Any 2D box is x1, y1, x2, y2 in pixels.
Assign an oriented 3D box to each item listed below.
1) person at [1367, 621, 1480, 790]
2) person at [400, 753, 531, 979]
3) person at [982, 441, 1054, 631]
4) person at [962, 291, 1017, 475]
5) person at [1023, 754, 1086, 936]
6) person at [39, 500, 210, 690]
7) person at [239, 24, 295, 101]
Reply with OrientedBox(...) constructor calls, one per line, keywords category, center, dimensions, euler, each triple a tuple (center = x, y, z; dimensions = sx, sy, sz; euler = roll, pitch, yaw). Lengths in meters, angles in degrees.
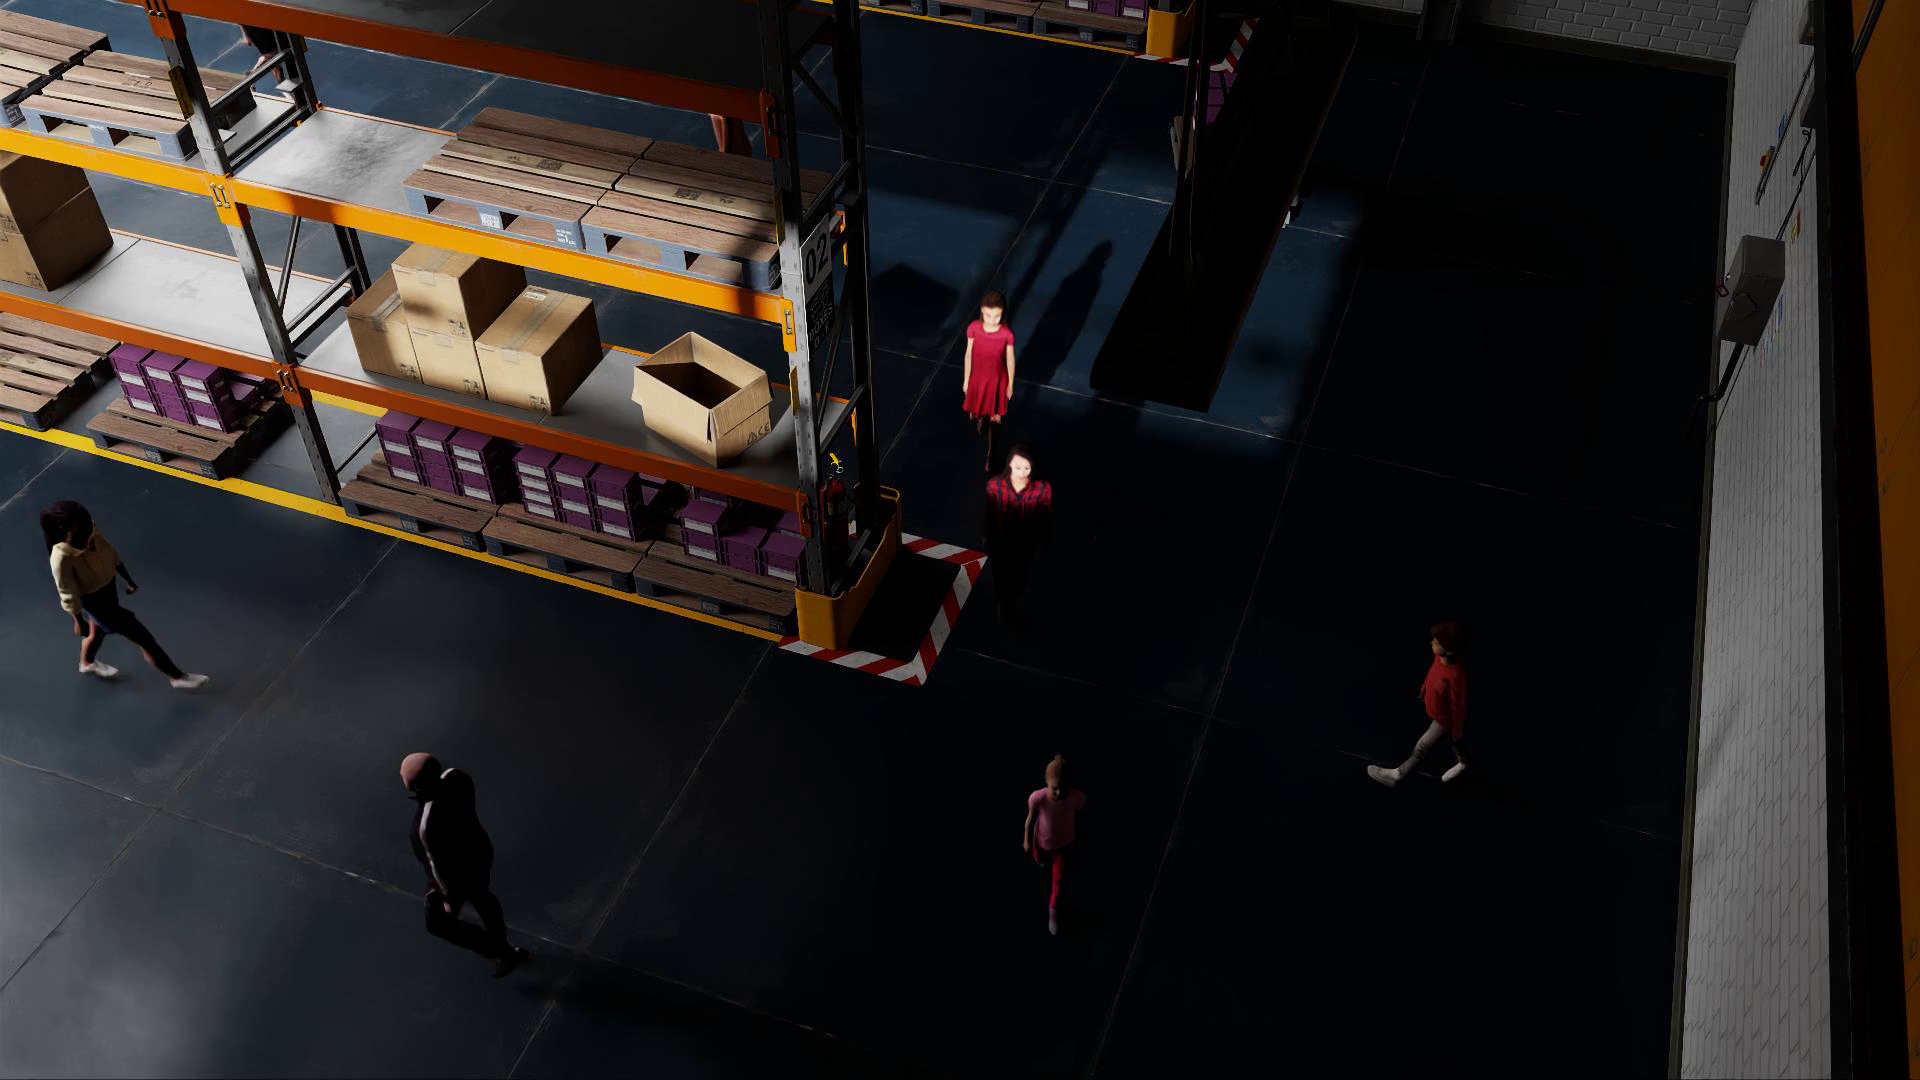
OrientedBox(category="person", center=(3.027, 1.034, 10.098), dimensions=(1.012, 1.382, 0.743), euler=(-3, 44, -3))
OrientedBox(category="person", center=(-2.606, 1.795, 8.981), dimensions=(0.780, 1.820, 0.759), euler=(7, 44, 7))
OrientedBox(category="person", center=(0.357, -0.075, 11.073), dimensions=(0.613, 1.642, 0.741), euler=(-1, 44, -1))
OrientedBox(category="person", center=(0.227, -1.242, 12.372), dimensions=(0.756, 1.539, 0.665), euler=(8, 44, 8))
OrientedBox(category="person", center=(0.530, 1.647, 9.548), dimensions=(0.854, 1.253, 0.734), euler=(0, 44, 0))
OrientedBox(category="person", center=(-5.568, 0.379, 10.640), dimensions=(1.214, 1.582, 0.900), euler=(2, 44, 2))
OrientedBox(category="person", center=(-6.814, -4.946, 16.087), dimensions=(1.064, 1.778, 0.640), euler=(17, 46, 17))
